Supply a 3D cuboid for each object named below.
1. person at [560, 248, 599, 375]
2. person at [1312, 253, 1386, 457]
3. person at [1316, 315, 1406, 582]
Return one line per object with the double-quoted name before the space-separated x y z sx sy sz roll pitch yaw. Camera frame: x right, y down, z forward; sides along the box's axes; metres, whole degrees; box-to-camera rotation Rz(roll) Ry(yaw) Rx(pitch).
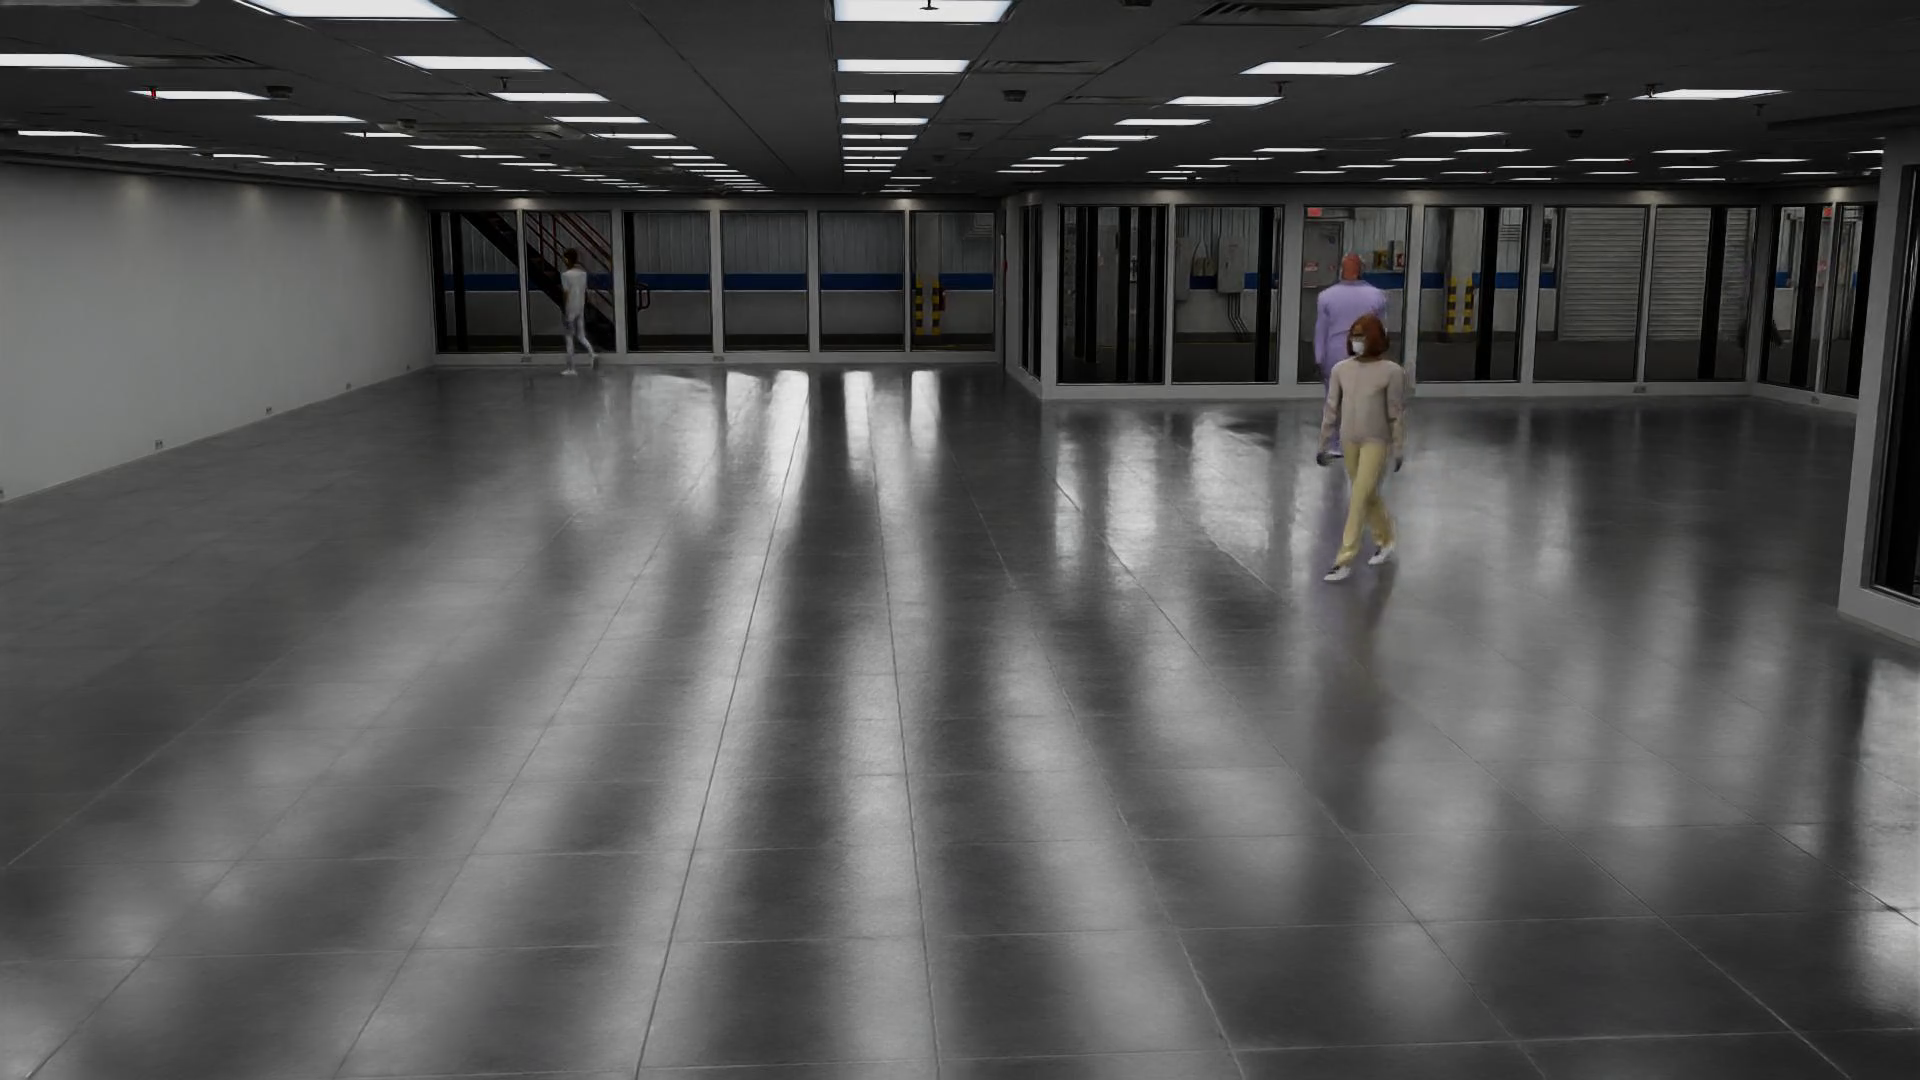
"person" -5.570 -3.305 24.148 0.609 1.858 0.531 8 13 36
"person" 3.573 -1.680 15.284 0.655 1.891 0.536 0 11 3
"person" 2.479 -0.578 10.183 0.873 1.597 0.508 -10 14 -43
